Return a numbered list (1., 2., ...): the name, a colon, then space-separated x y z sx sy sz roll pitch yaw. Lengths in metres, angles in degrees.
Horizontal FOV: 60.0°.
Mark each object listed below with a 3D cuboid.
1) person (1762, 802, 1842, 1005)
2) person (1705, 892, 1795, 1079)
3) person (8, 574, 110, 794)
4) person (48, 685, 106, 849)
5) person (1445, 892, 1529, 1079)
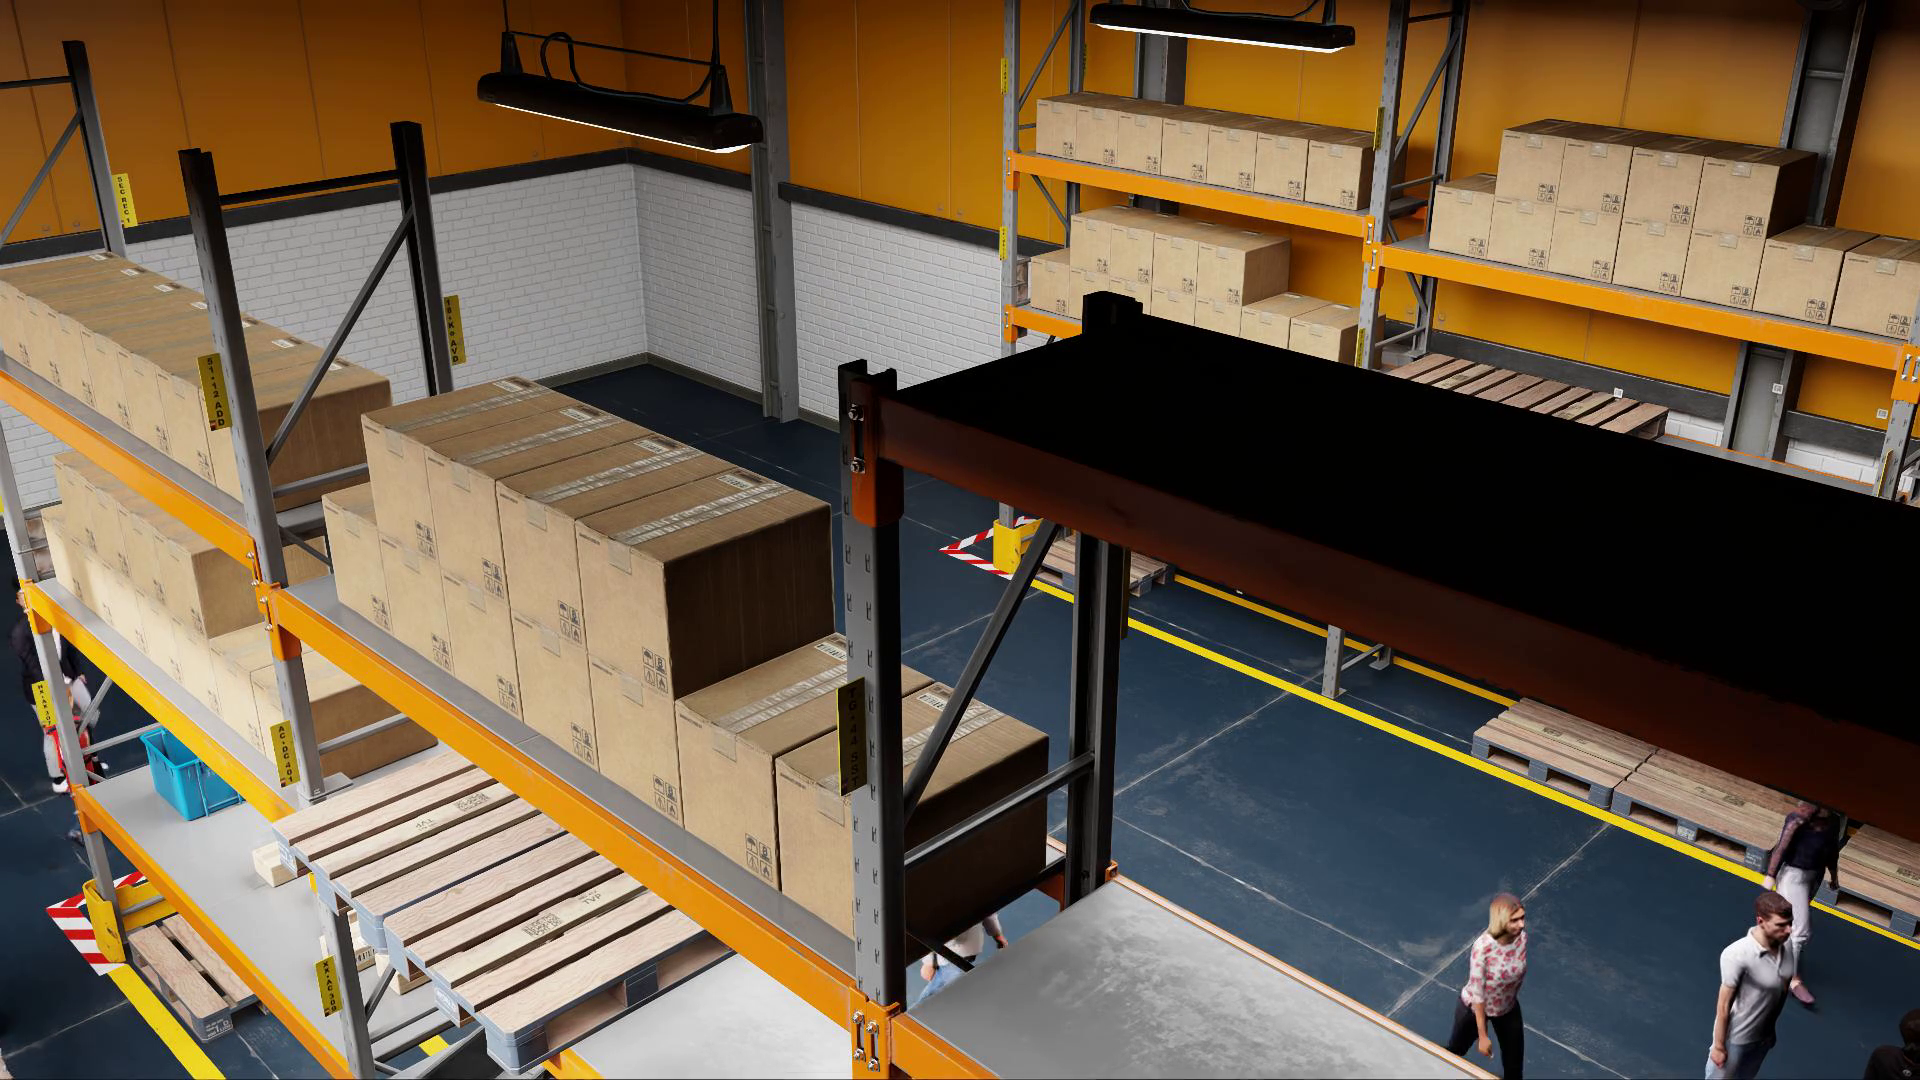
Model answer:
1. person: 5.497 2.219 10.998 0.733 1.584 0.854 -13 27 -27
2. person: 4.420 2.773 9.396 0.704 1.851 0.641 -13 27 -26
3. person: -7.250 1.130 13.054 0.906 1.932 0.883 5 24 12
4. person: -6.671 1.731 12.482 0.733 1.289 0.750 9 25 19
5. person: 3.048 2.732 9.810 0.822 1.596 1.068 -9 25 -20
